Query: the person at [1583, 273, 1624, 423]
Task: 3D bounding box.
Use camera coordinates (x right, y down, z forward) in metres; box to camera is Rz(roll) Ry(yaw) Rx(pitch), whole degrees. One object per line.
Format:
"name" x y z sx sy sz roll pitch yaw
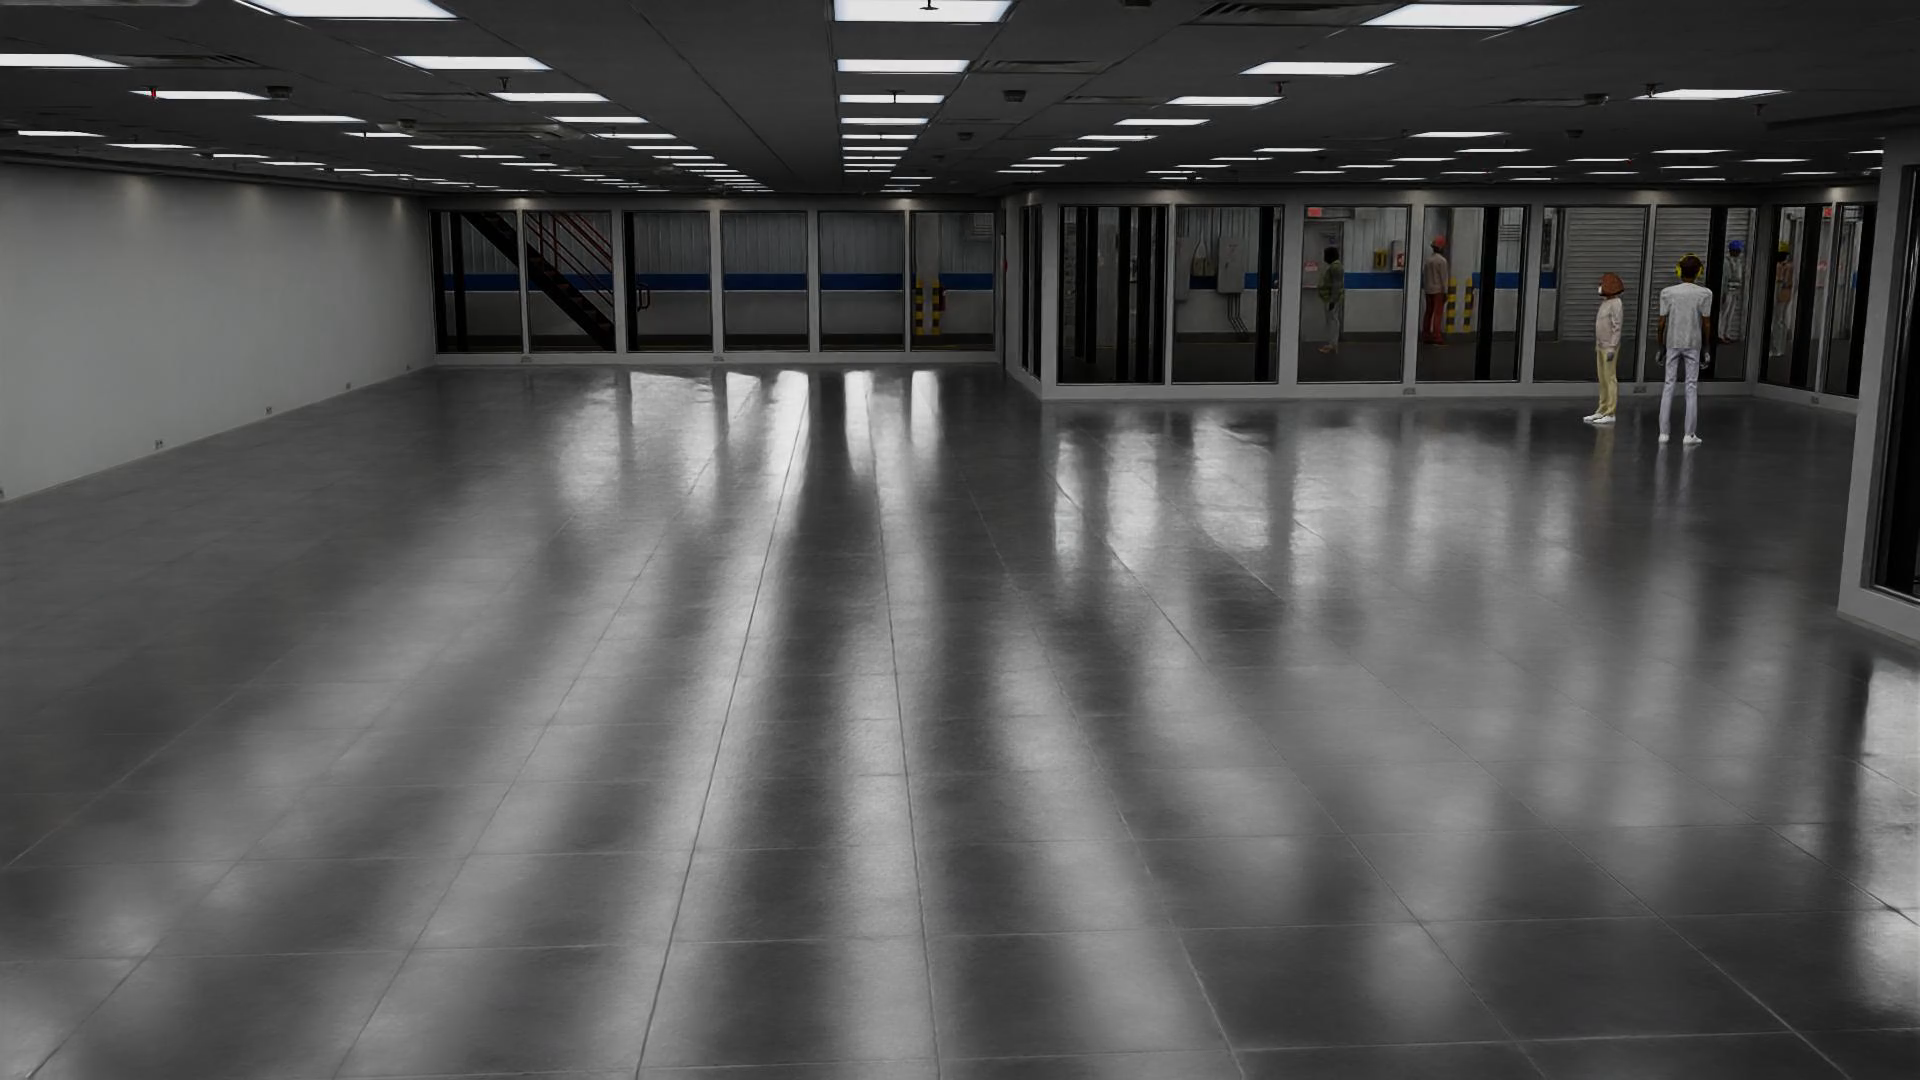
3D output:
"person" 7.078 -2.094 18.215 0.277 1.633 0.507 0 11 2

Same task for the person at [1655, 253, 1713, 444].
"person" 7.138 -1.875 16.398 0.531 1.875 0.322 7 13 34
